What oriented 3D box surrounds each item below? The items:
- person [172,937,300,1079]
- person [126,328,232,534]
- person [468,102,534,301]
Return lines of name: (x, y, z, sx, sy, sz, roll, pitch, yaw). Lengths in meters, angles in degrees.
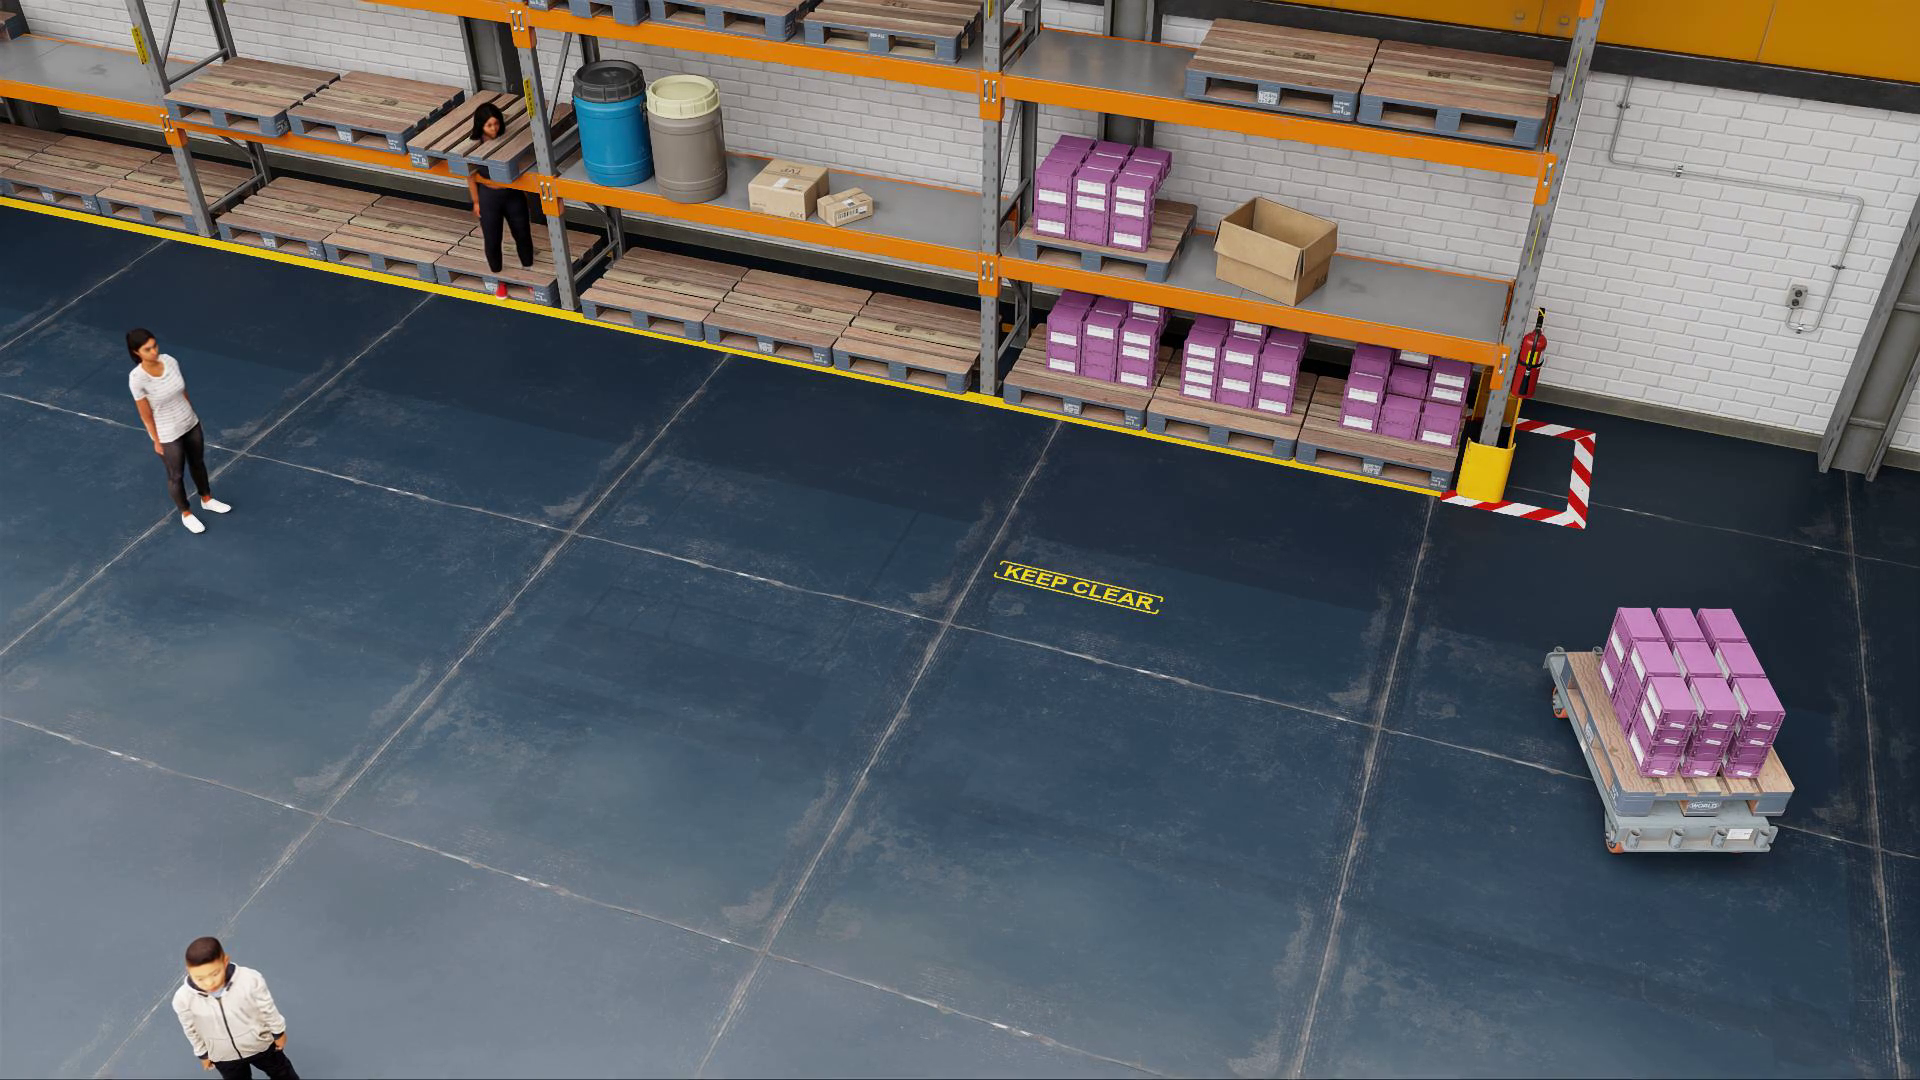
person: (-3.542, 2.429, 8.177, 0.632, 1.452, 0.698, -15, 41, -18)
person: (-5.724, -0.820, 12.089, 0.542, 1.647, 0.578, 16, 41, 19)
person: (-4.064, -3.024, 14.715, 0.772, 1.813, 0.835, -15, 41, -18)
